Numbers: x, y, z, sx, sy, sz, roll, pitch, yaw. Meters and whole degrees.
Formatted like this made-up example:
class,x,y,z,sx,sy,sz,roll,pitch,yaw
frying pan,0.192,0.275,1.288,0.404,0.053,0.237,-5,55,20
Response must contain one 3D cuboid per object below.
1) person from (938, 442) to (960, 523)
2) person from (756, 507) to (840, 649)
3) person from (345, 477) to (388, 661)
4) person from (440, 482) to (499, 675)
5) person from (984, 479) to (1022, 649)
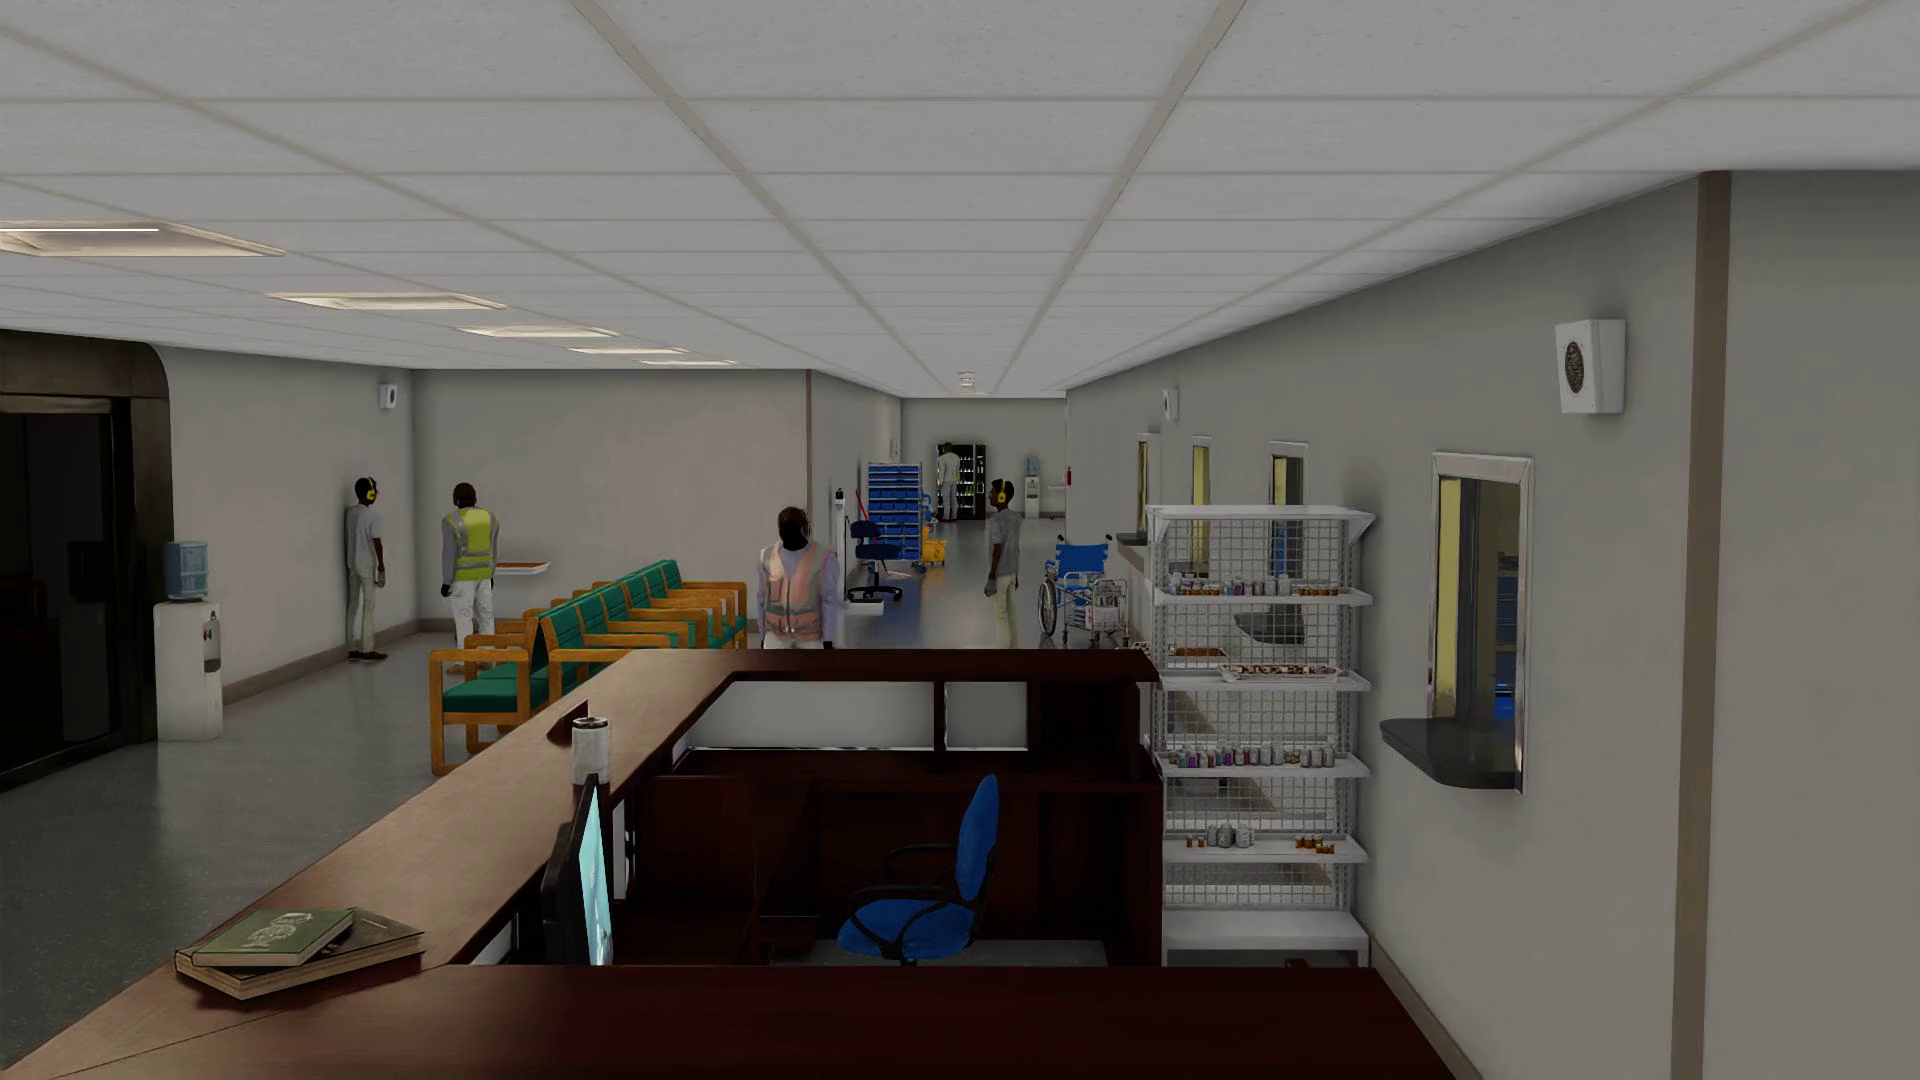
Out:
class,x,y,z,sx,sy,sz,roll,pitch,yaw
person,-0.281,-1.371,39.632,0.372,1.940,0.630,4,6,45
person,-1.171,0.684,11.653,0.630,1.821,0.700,1,4,10
person,-6.045,0.295,16.846,0.518,1.860,0.341,2,4,23
person,-4.711,0.369,15.922,0.430,1.840,0.621,3,5,36
person,0.399,0.348,15.948,0.325,1.876,0.524,2,5,30
